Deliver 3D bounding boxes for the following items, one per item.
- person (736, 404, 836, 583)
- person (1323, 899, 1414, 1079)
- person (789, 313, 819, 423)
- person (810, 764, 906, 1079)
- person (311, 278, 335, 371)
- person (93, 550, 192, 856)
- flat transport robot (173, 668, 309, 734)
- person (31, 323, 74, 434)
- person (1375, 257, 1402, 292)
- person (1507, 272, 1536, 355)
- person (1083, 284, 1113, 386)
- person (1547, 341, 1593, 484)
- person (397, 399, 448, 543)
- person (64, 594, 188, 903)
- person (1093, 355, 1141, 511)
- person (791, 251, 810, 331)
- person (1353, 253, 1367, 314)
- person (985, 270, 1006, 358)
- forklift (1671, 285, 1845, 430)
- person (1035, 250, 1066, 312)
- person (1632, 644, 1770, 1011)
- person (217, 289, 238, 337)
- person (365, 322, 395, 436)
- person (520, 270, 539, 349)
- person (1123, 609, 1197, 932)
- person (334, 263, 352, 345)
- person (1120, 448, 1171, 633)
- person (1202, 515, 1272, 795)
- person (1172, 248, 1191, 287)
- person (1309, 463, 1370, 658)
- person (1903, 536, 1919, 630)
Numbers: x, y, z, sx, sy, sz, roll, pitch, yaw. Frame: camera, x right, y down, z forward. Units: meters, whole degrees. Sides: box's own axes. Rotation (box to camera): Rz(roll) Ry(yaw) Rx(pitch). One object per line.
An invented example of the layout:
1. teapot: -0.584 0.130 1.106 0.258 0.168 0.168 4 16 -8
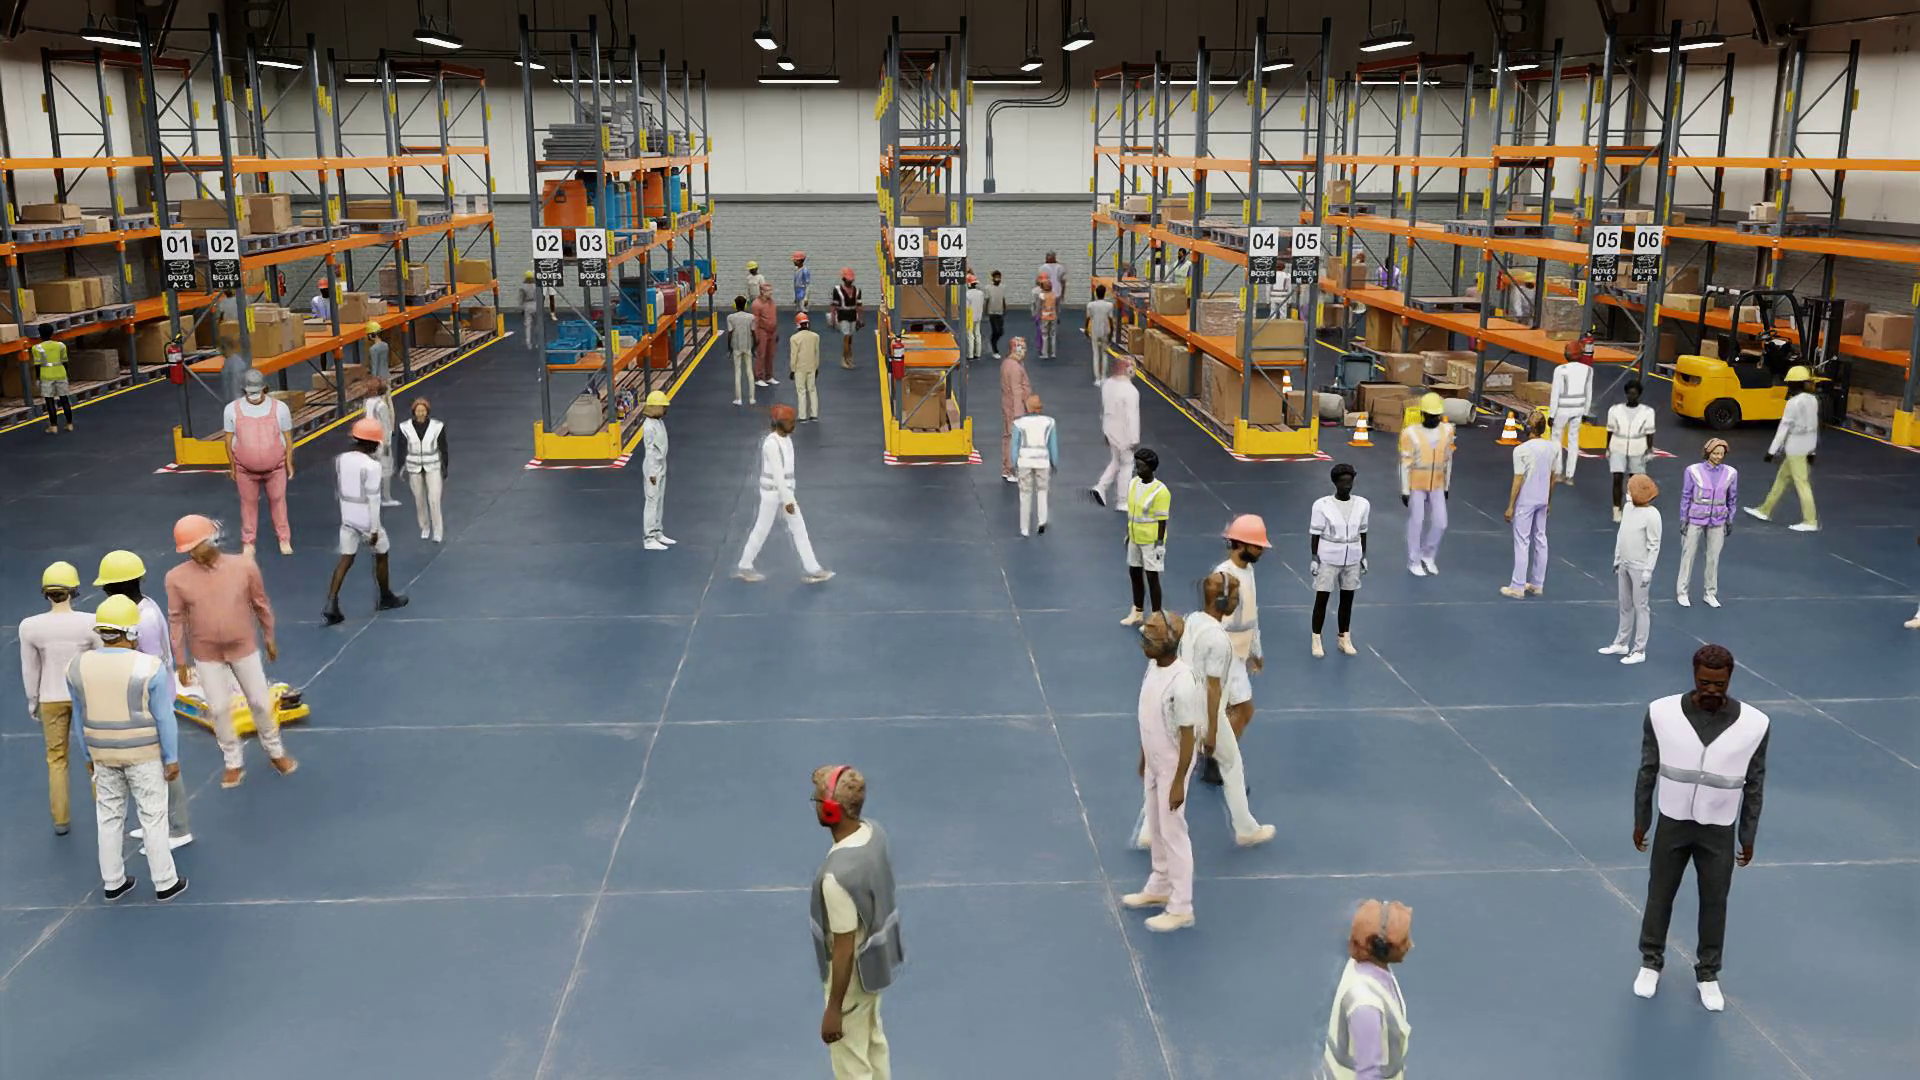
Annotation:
1. person: -1.810 -0.449 16.648 1.038 1.832 0.555 5 14 19
2. person: 1.442 2.099 6.279 0.694 1.617 0.521 4 14 18
3. person: -2.498 -2.749 26.531 0.572 1.747 0.344 -12 18 -42
4. person: -0.435 1.823 6.973 0.388 1.841 0.566 3 14 14
5. person: -11.823 -3.926 31.117 0.543 1.939 0.362 -4 14 -15
6. person: -5.059 0.997 10.293 0.386 1.922 0.594 -8 16 -32
7. flat transport robot: -5.758 1.207 12.948 1.431 0.197 0.652 11 17 38
8. person: -13.909 -2.473 25.480 0.321 1.696 0.536 8 16 31
9. person: 10.045 -5.749 39.077 0.628 1.837 0.429 3 14 12
10. person: 11.890 -4.734 34.916 0.624 1.778 0.972 -5 14 -20
11. person: 2.544 -3.802 30.795 0.540 1.842 0.786 -1 13 -2
12. person: 7.922 -1.670 21.706 0.623 1.873 0.518 -3 14 -12
13. person: -5.931 -0.747 18.370 0.524 1.601 0.838 -3 14 -12
14. person: -4.801 1.211 9.614 0.589 1.824 0.404 1 13 2
15. person: 1.925 -1.267 19.953 0.482 1.892 0.663 -7 15 -29
16. person: -3.602 -5.488 37.511 0.393 2.041 0.613 -7 15 -28
17. person: 10.597 -6.806 44.026 0.363 1.615 0.563 2 13 8
18. person: 0.718 -4.723 34.722 0.524 1.842 0.534 -7 15 -28
19. forklift: 12.503 -2.886 26.166 2.313 2.155 1.214 -1 13 -3
20. person: 2.053 -5.738 38.576 0.693 2.000 0.947 -3 14 -14
21. person: 3.747 1.434 8.477 0.592 1.910 0.378 5 14 21
22. person: -13.922 -4.016 31.728 0.541 1.823 0.977 3 14 12
23. person: -8.743 -2.403 25.039 0.314 1.768 0.522 1 13 4
24. person: -9.325 -5.009 36.190 0.495 1.718 0.766 -2 13 -6
25. person: 1.144 1.271 9.303 0.329 1.844 0.519 -3 14 -13
26. person: -13.709 -5.232 36.957 0.652 1.807 0.636 -1 13 -2
27. person: 1.685 -0.004 15.041 0.319 1.691 0.539 -8 16 -31
28. person: 1.907 0.770 11.256 0.539 1.916 0.545 7 15 27
29. person: 5.440 -6.191 40.757 0.392 1.919 0.593 -12 18 -40
30. person: 3.251 0.174 14.268 0.541 1.695 0.316 -2 14 -10
31. person: 8.844 -0.046 14.887 0.332 1.842 0.508 -6 15 -24
